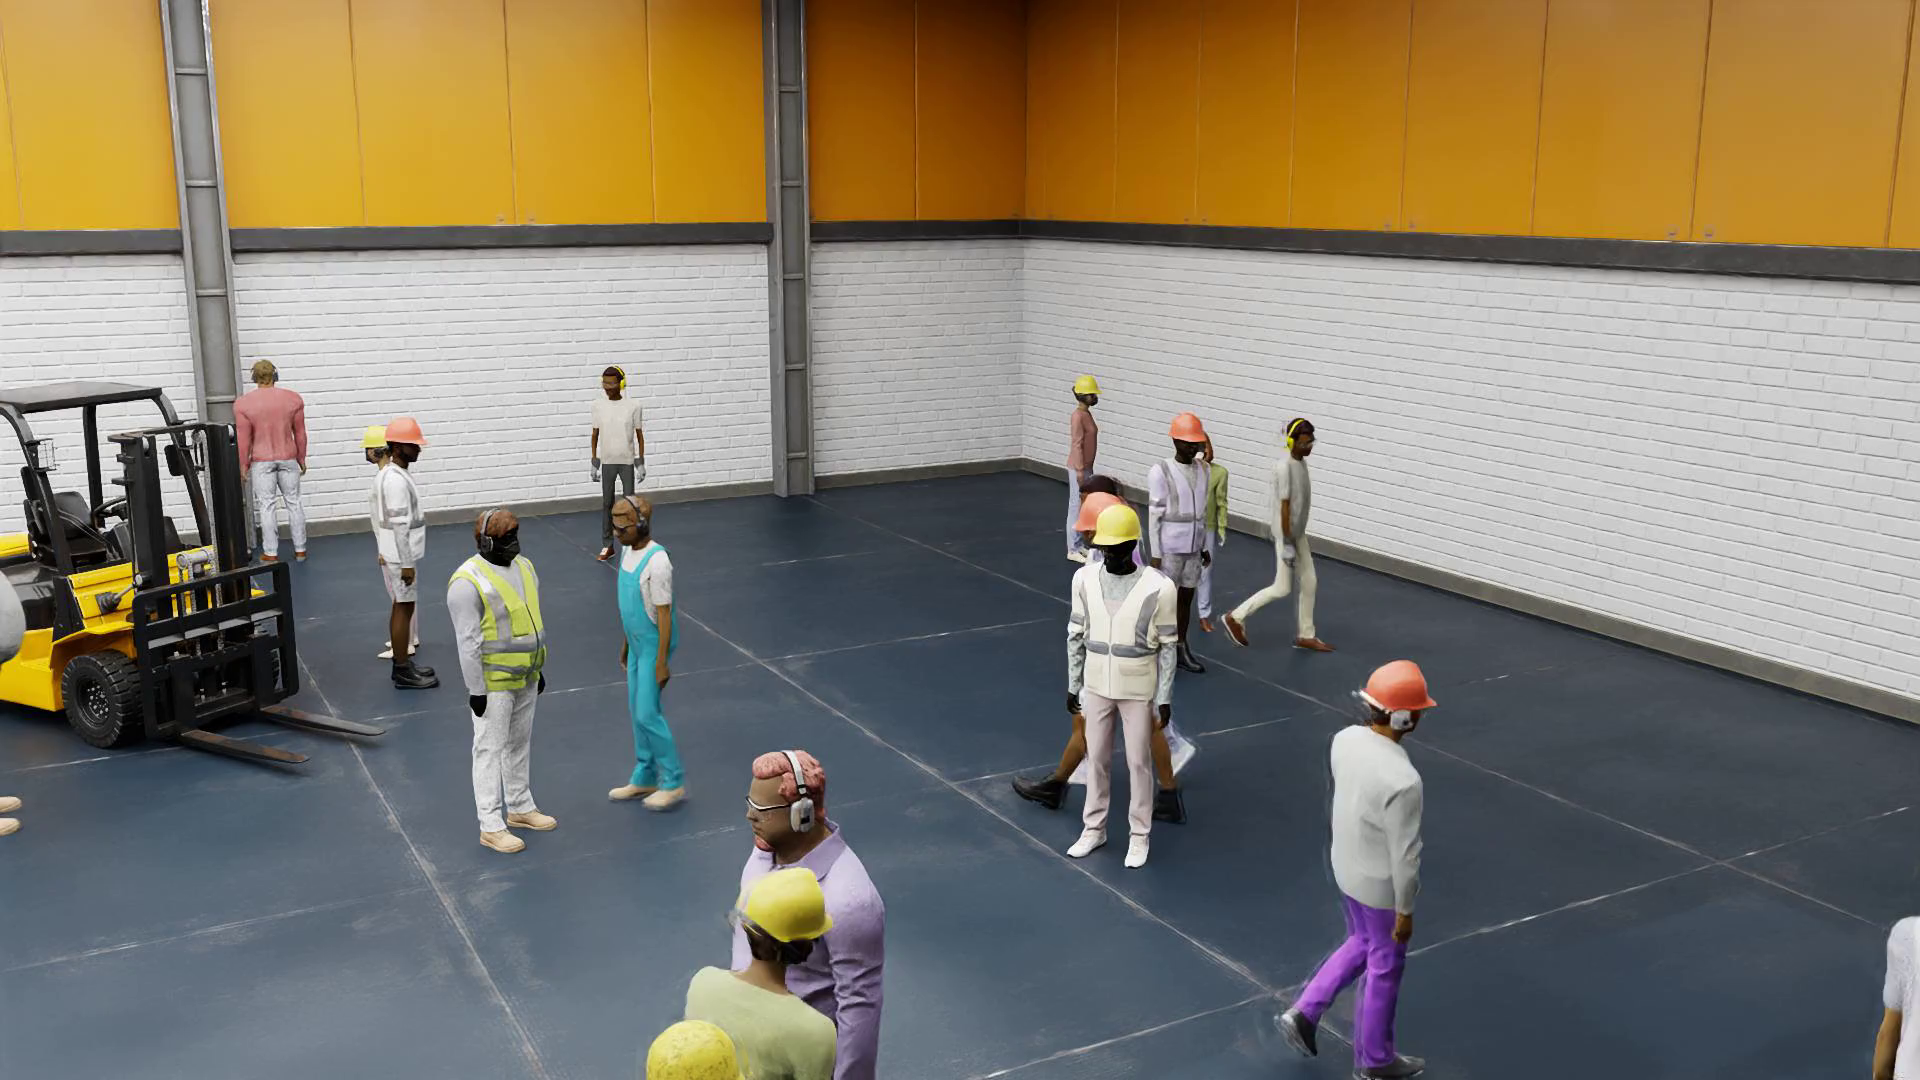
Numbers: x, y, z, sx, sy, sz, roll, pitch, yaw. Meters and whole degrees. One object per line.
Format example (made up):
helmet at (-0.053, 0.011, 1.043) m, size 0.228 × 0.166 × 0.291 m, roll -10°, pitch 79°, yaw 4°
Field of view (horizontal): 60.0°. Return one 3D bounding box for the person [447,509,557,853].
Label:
person at (-2.446, 0.738, 8.973) m, size 0.429 × 1.844 × 0.627 m, roll 4°, pitch 13°, yaw 19°

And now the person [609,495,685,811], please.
person at (-1.818, 0.635, 9.496) m, size 0.405 × 1.831 × 0.530 m, roll -7°, pitch 14°, yaw -30°

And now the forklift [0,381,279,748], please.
forklift at (-5.853, 0.085, 11.199) m, size 2.313 × 2.155 × 1.214 m, roll 7°, pitch 14°, yaw 28°

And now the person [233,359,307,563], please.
person at (-6.452, -0.729, 15.631) m, size 0.627 × 1.936 × 0.375 m, roll -8°, pitch 14°, yaw -33°

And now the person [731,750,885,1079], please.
person at (-0.494, 1.547, 5.029) m, size 0.402 × 1.906 × 0.652 m, roll -8°, pitch 14°, yaw -32°

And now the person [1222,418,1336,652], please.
person at (2.441, -0.036, 12.648) m, size 0.754 × 1.835 × 0.572 m, roll 8°, pitch 14°, yaw 32°

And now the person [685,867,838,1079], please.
person at (-0.624, 1.753, 4.493) m, size 0.565 × 1.727 × 0.676 m, roll 7°, pitch 14°, yaw 30°

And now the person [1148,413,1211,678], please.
person at (1.608, 0.039, 12.021) m, size 0.549 × 1.936 × 0.376 m, roll -8°, pitch 14°, yaw -33°

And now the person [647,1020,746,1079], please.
person at (-0.580, 1.899, 3.759) m, size 0.487 × 1.746 × 0.289 m, roll -12°, pitch 17°, yaw -43°

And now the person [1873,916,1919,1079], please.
person at (2.750, 1.678, 4.644) m, size 0.807 × 1.820 × 0.512 m, roll -5°, pitch 13°, yaw -20°

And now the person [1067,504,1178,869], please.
person at (0.825, 0.759, 8.672) m, size 0.595 × 1.925 × 0.375 m, roll 6°, pitch 13°, yaw 26°

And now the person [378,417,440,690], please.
person at (-3.916, 0.089, 11.796) m, size 0.374 × 1.934 × 0.548 m, roll -4°, pitch 13°, yaw -20°

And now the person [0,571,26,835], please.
person at (-5.435, 0.598, 9.160) m, size 0.535 × 2.000 × 0.684 m, roll -6°, pitch 13°, yaw -25°

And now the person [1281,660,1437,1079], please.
person at (1.601, 1.311, 6.522) m, size 0.490 × 1.739 × 0.582 m, roll -3°, pitch 12°, yaw -15°

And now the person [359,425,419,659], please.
person at (-4.317, 0.013, 12.551) m, size 0.326 × 1.767 × 0.533 m, roll -2°, pitch 12°, yaw -8°

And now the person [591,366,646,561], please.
person at (-3.240, -0.722, 15.762) m, size 0.526 × 1.865 × 0.315 m, roll 0°, pitch 12°, yaw 0°

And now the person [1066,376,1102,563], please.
person at (1.178, -0.675, 15.774) m, size 0.316 × 1.769 × 0.524 m, roll 3°, pitch 12°, yaw 14°

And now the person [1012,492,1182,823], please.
person at (0.810, 0.649, 9.287) m, size 0.979 × 1.877 × 0.570 m, roll 6°, pitch 13°, yaw 24°

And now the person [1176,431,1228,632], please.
person at (1.876, -0.070, 13.254) m, size 0.507 × 1.630 × 0.268 m, roll 1°, pitch 12°, yaw 3°

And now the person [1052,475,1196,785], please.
person at (0.972, 0.554, 9.743) m, size 0.776 × 1.888 × 0.603 m, roll 5°, pitch 13°, yaw 21°
